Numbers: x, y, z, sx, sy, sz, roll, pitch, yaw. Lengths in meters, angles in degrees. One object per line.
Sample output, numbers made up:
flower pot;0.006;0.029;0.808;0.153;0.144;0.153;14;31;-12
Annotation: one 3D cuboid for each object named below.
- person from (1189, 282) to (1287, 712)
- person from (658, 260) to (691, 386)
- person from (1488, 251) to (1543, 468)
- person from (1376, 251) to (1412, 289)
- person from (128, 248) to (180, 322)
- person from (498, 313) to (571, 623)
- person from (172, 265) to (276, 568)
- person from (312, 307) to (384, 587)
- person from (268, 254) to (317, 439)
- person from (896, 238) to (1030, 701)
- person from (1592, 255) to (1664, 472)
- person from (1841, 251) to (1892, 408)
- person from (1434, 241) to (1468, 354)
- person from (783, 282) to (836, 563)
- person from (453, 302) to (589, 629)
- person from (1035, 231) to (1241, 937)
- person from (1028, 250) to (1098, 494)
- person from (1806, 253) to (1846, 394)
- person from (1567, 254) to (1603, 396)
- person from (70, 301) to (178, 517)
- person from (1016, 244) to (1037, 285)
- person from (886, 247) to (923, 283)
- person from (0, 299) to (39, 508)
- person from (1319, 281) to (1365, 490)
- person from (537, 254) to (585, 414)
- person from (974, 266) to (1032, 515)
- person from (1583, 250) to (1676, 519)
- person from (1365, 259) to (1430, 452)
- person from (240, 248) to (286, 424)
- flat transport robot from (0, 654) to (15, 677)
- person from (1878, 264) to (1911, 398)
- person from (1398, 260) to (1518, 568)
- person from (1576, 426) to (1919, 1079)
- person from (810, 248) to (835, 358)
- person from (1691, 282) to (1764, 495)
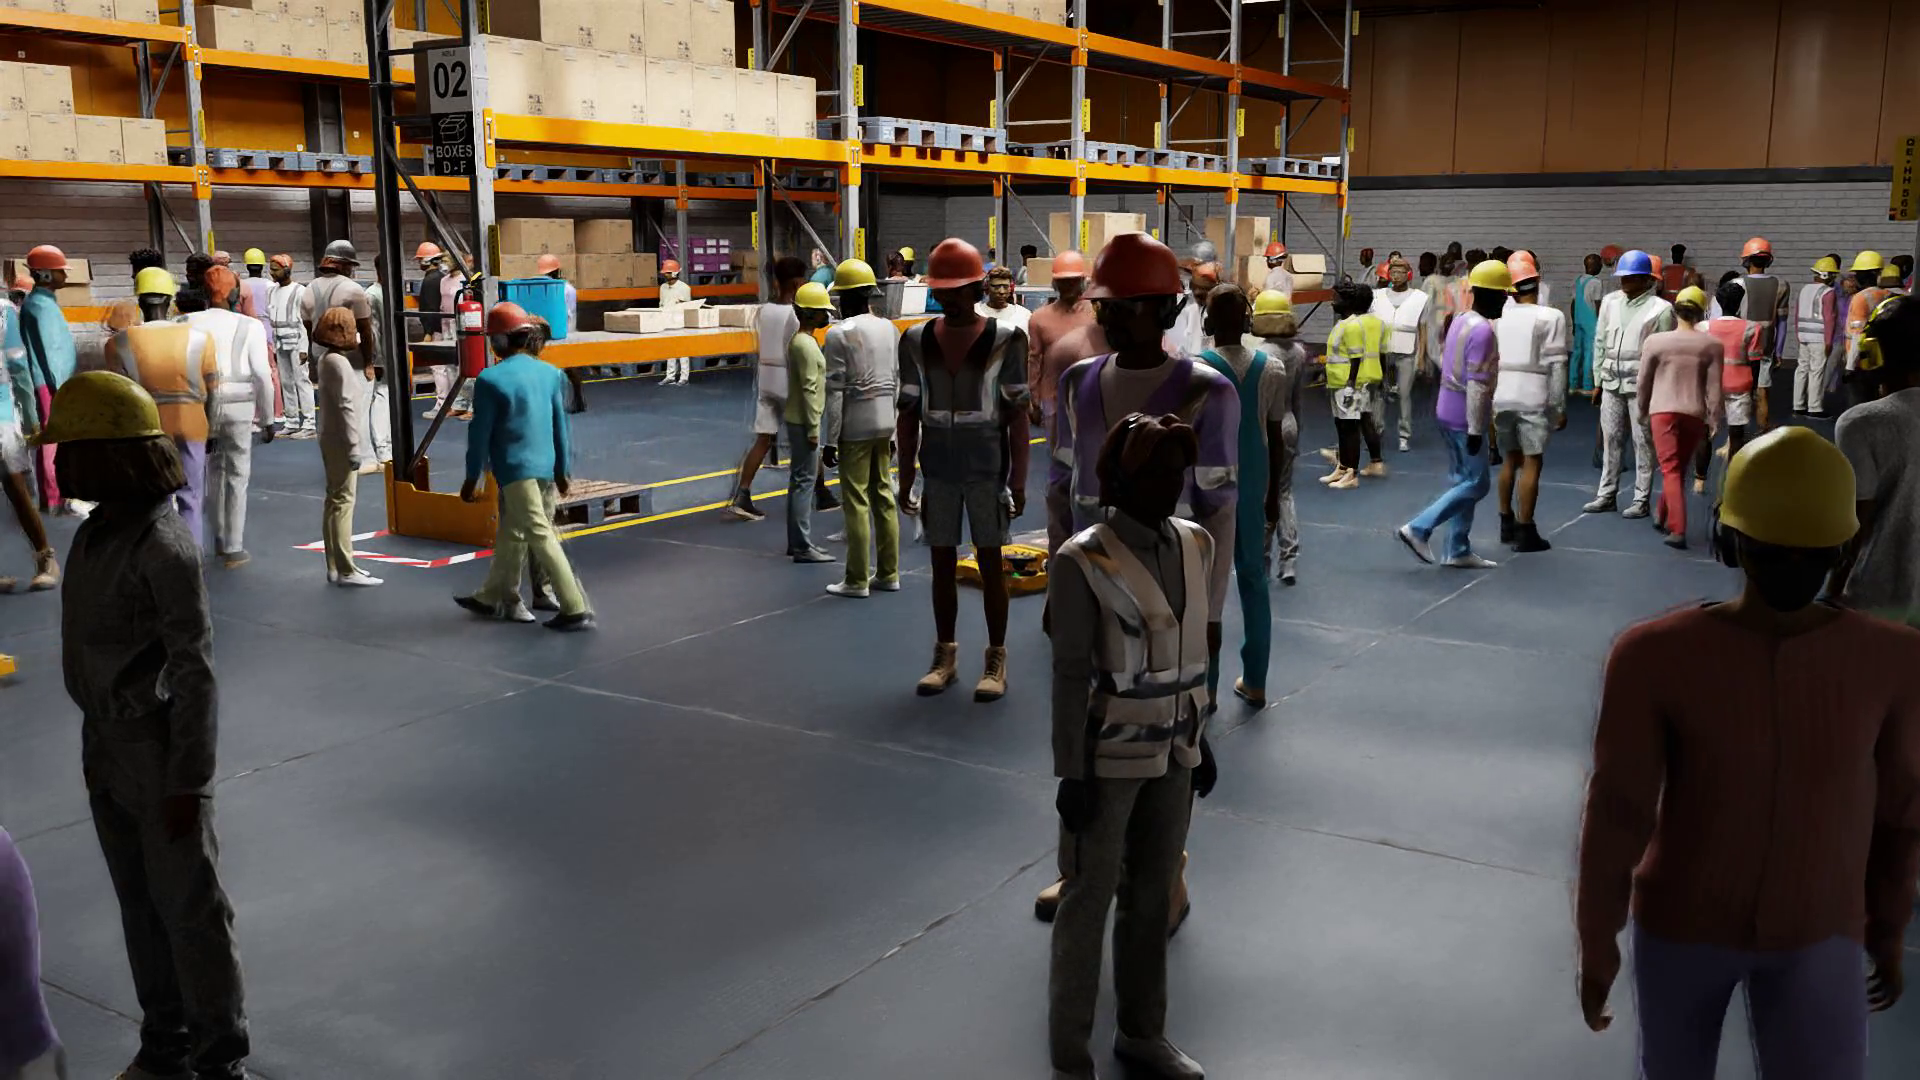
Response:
person;1.148;-0.179;7.172;0.513;1.841;0.326;-3;11;-15
person;-3.994;-3.029;23.218;0.564;1.748;0.339;7;13;36
person;4.952;-1.612;14.880;0.543;1.927;0.384;9;14;42
person;6.869;-3.655;26.411;0.567;1.849;0.386;3;11;15
person;-6.737;-1.472;14.035;0.385;1.957;0.602;-7;12;-35
person;-2.303;-0.391;8.915;0.312;1.638;0.512;6;12;29
person;-4.583;-0.777;10.419;0.609;1.863;0.647;-1;10;-4
person;-3.621;-0.544;9.771;0.285;1.634;0.499;-6;12;-30
person;-6.833;-1.964;16.973;0.569;1.879;0.352;6;12;31
person;-0.001;-0.301;7.345;0.611;2.030;0.410;3;11;17
person;5.855;-1.543;14.582;0.590;1.892;0.424;1;10;6
person;8.018;-1.594;14.778;0.594;1.924;0.382;-8;13;-36
person;7.913;-3.813;26.756;0.694;2.000;0.770;4;11;19
person;-0.942;-0.733;10.478;0.337;1.762;0.522;-2;10;-11
person;-2.323;-0.386;8.708;0.908;1.706;0.562;4;11;20
person;0.498;0.140;4.843;0.605;2.045;0.378;7;12;35
person;0.765;-0.988;11.335;0.610;1.963;0.911;0;10;3
person;11.385;-2.826;21.830;0.508;1.846;0.345;-3;11;-17
person;8.157;-2.787;21.614;0.329;1.844;0.515;-4;11;-21
person;-6.105;-0.948;12.133;0.844;1.592;0.513;-4;11;-19
person;0.982;-3.429;24.859;0.368;1.959;0.599;-3;11;-16
person;-0.682;-2.752;21.183;0.585;1.930;0.358;1;10;3
person;-7.157;-1.114;12.195;0.620;1.906;0.490;-3;11;-17
person;3.128;-1.258;13.552;0.316;1.695;0.541;0;10;0
person;-4.641;-2.346;19.112;0.581;1.871;1.023;3;11;15
person;0.267;-1.093;12.260;0.559;1.836;0.394;-1;10;-6
person;4.892;-1.130;12.150;0.406;1.945;0.613;-7;12;-34
person;4.190;-1.761;15.959;0.563;1.836;0.395;5;11;24
person;-7.705;-2.235;18.319;0.594;1.930;0.353;-1;10;-7
flat transport robot;-4.949;0.611;7.151;0.652;0.197;1.431;5;11;24
person;10.959;-2.375;19.640;0.506;1.735;0.334;8;13;37
person;3.054;-0.744;10.123;0.585;1.906;0.620;1;10;3
person;1.303;0.679;2.738;0.554;1.717;0.891;3;11;14
person;-1.992;-3.227;23.888;0.403;1.904;0.651;2;10;12
person;6.046;-1.185;13.162;0.532;1.692;0.320;5;11;26
